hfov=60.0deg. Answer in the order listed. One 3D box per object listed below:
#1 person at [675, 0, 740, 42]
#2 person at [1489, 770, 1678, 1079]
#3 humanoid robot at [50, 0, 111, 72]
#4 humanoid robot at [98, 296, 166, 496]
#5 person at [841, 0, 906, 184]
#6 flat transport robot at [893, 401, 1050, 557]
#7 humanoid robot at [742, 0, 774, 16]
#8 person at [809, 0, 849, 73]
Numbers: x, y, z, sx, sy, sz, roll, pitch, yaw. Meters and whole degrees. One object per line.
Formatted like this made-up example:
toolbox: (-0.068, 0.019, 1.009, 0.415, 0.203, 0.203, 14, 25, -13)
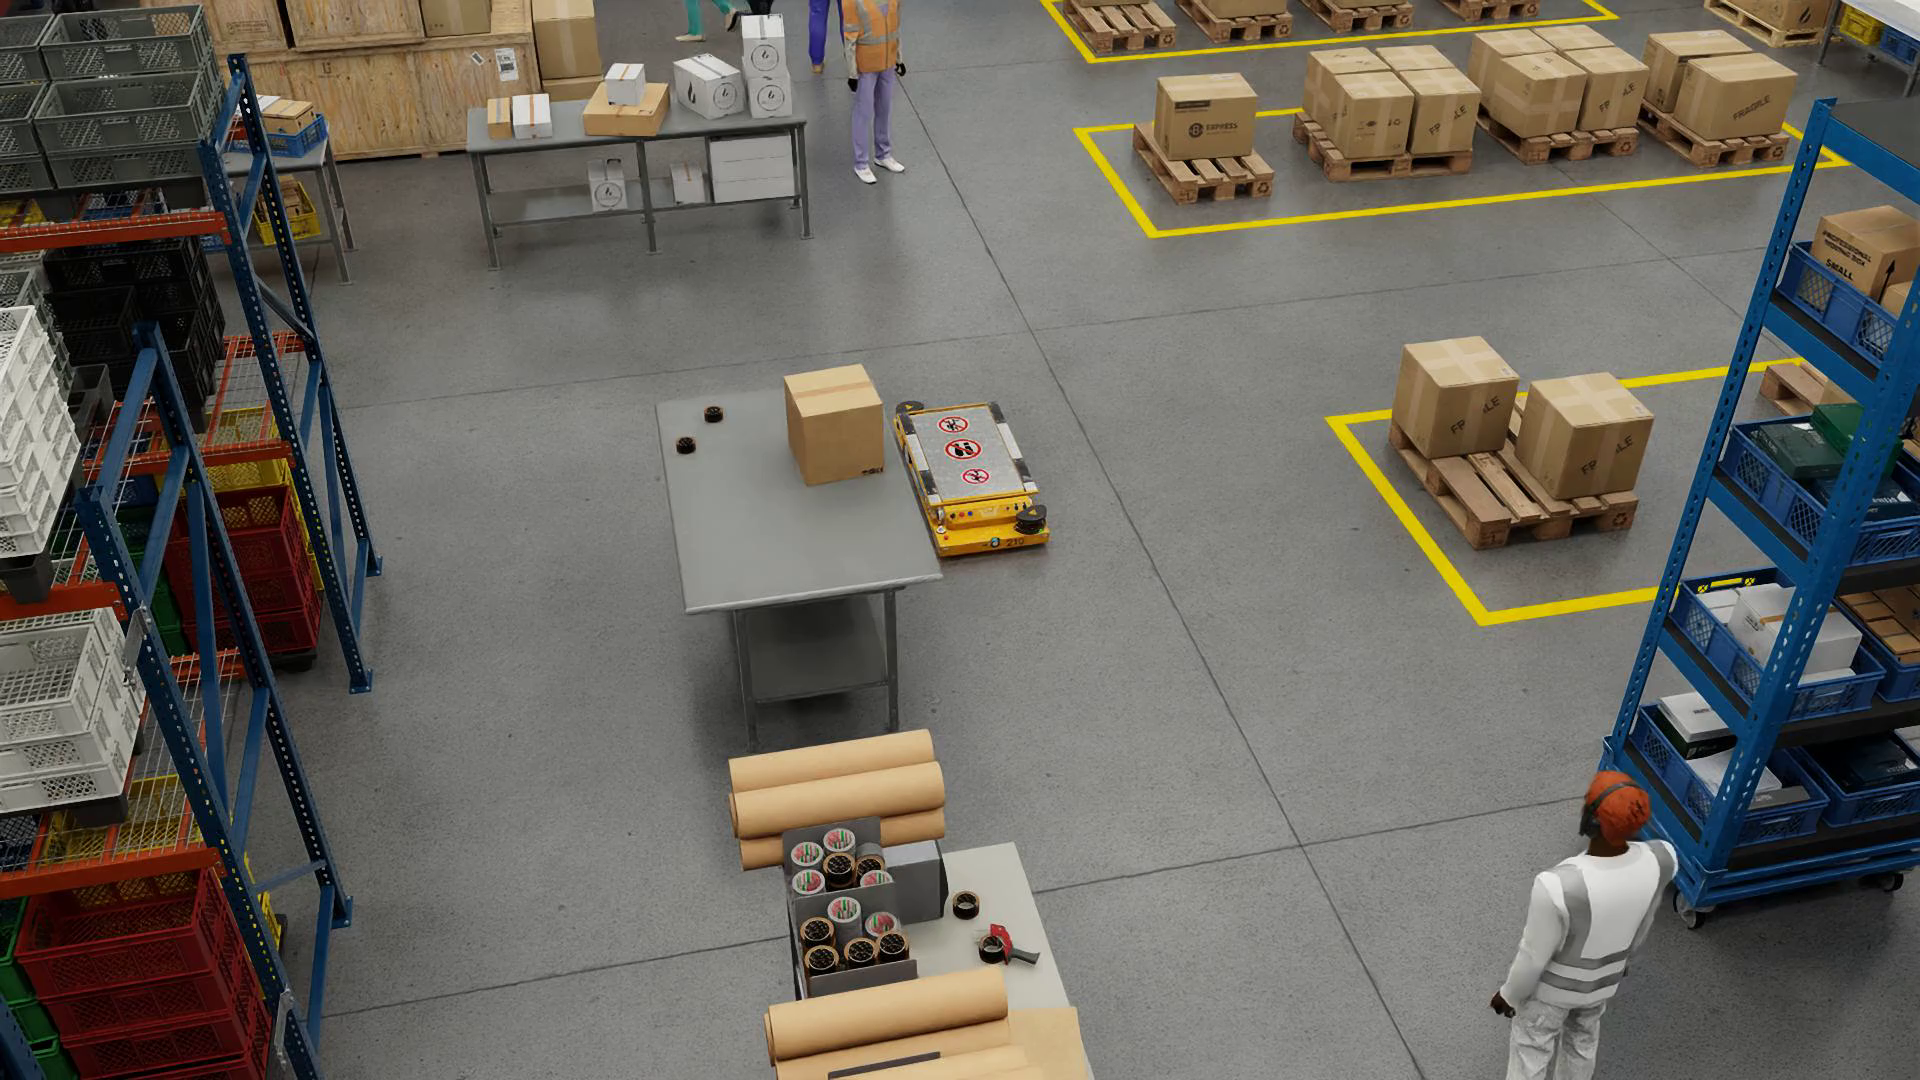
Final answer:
person: (-2.494, -5.608, 15.857, 0.534, 1.739, 0.527, 7, 37, 9)
person: (2.221, 1.580, 6.079, 0.579, 1.879, 0.338, -13, 38, -16)
humanoid robot: (-7.278, -4.057, 13.826, 0.336, 1.649, 0.570, 3, 37, 4)
humanoid robot: (-4.559, -0.694, 9.307, 0.322, 1.647, 0.606, 16, 40, 21)
person: (-0.664, -3.828, 13.312, 0.589, 1.923, 0.378, -30, 46, -34)
flat transport robot: (0.046, -0.430, 10.108, 0.652, 0.197, 1.431, -8, 37, -10)
humanoid robot: (-1.684, -4.242, 14.074, 0.350, 1.646, 0.576, -5, 37, -7)
person: (-1.163, -5.293, 15.184, 0.685, 2.000, 0.536, 5, 37, 7)
